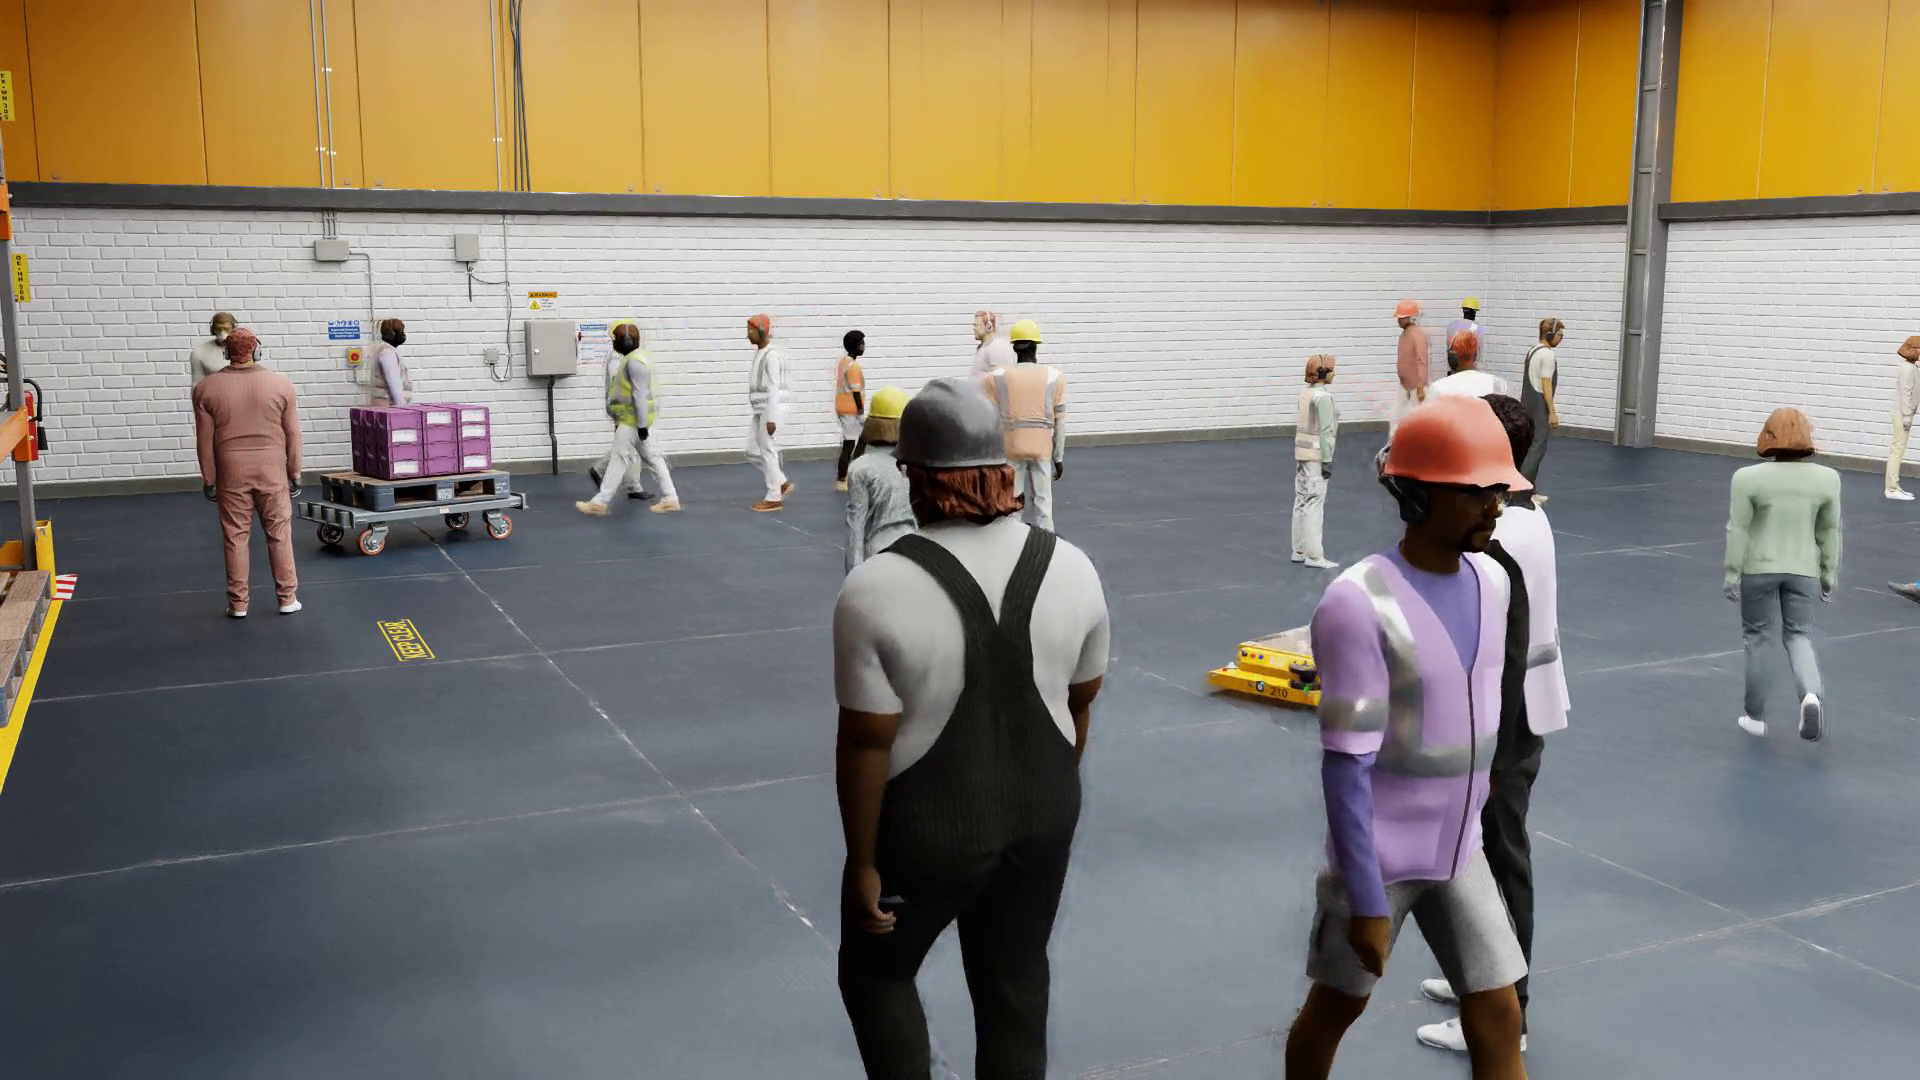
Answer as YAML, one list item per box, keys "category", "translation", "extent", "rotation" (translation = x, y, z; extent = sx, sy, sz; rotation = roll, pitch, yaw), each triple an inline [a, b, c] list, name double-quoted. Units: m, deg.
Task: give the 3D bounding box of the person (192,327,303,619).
- category: "person"
  translation: [-4.644, -0.436, 10.903]
  extent: [0.642, 1.909, 0.410]
  rotation: [-4, 10, -23]

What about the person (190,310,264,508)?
- category: "person"
  translation: [-6.776, -1.169, 15.446]
  extent: [0.638, 1.917, 0.511]
  rotation: [-4, 10, -22]

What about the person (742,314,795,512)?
- category: "person"
  translation: [-1.853, -1.196, 15.718]
  extent: [0.417, 1.872, 0.607]
  rotation: [-3, 10, -20]

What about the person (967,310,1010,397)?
- category: "person"
  translation: [0.272, -1.296, 16.274]
  extent: [0.446, 1.892, 0.680]
  rotation: [-2, 9, -10]

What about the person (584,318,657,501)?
- category: "person"
  translation: [-3.369, -1.279, 16.402]
  extent: [0.645, 1.818, 0.597]
  rotation: [-1, 9, -3]

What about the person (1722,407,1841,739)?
- category: "person"
  translation: [3.947, 0.178, 7.974]
  extent: [0.506, 1.621, 0.530]
  rotation: [1, 9, 9]

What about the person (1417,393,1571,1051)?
- category: "person"
  translation: [1.565, 0.536, 4.840]
  extent: [0.394, 1.919, 0.590]
  rotation: [3, 10, 21]

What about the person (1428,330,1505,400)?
- category: "person"
  translation: [3.438, -0.489, 11.327]
  extent: [0.599, 1.870, 0.643]
  rotation: [-2, 9, -15]

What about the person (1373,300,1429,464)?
- category: "person"
  translation: [5.400, -1.846, 19.562]
  extent: [0.936, 1.949, 0.660]
  rotation: [-2, 9, -9]

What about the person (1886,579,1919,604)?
- category: "person"
  translation: [6.732, -0.391, 10.947]
  extent: [0.956, 1.791, 0.588]
  rotation: [3, 10, 20]

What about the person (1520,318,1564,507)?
- category: "person"
  translation: [5.531, -1.215, 16.020]
  extent: [0.531, 1.820, 0.752]
  rotation: [1, 9, 3]

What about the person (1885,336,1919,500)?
- category: "person"
  translation: [9.460, -1.223, 16.631]
  extent: [0.285, 1.632, 0.499]
  rotation: [5, 11, 30]

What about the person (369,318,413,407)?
- category: "person"
  translation: [-5.842, -1.384, 17.166]
  extent: [0.977, 1.789, 0.654]
  rotation: [-3, 10, -18]

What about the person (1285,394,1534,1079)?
- category: "person"
  translation: [1.077, 0.690, 3.641]
  extent: [0.636, 1.991, 1.012]
  rotation: [-6, 11, -34]

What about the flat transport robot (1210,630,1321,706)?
- category: "flat transport robot"
  translation: [2.077, 0.648, 9.237]
  extent: [0.652, 0.197, 1.431]
  rotation: [9, 13, 44]

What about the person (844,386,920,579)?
- category: "person"
  translation: [-0.326, 0.141, 7.873]
  extent: [0.507, 1.730, 0.411]
  rotation: [-6, 11, -35]

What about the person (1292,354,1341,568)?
- category: "person"
  translation: [2.731, -0.608, 12.797]
  extent: [0.315, 1.640, 0.514]
  rotation: [-1, 9, -9]

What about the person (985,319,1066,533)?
- category: "person"
  translation: [0.467, -0.630, 12.055]
  extent: [0.589, 1.924, 0.384]
  rotation: [-1, 9, -6]

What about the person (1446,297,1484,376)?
- category: "person"
  translation: [7.043, -2.418, 23.173]
  extent: [0.388, 1.919, 0.583]
  rotation: [-8, 12, -40]

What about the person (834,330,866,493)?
- category: "person"
  translation: [-1.032, -1.308, 17.009]
  extent: [0.558, 1.674, 0.545]
  rotation: [-3, 10, -17]

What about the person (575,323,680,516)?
- category: "person"
  translation: [-3.085, -1.118, 15.504]
  extent: [0.979, 1.789, 0.650]
  rotation: [-2, 9, -9]
